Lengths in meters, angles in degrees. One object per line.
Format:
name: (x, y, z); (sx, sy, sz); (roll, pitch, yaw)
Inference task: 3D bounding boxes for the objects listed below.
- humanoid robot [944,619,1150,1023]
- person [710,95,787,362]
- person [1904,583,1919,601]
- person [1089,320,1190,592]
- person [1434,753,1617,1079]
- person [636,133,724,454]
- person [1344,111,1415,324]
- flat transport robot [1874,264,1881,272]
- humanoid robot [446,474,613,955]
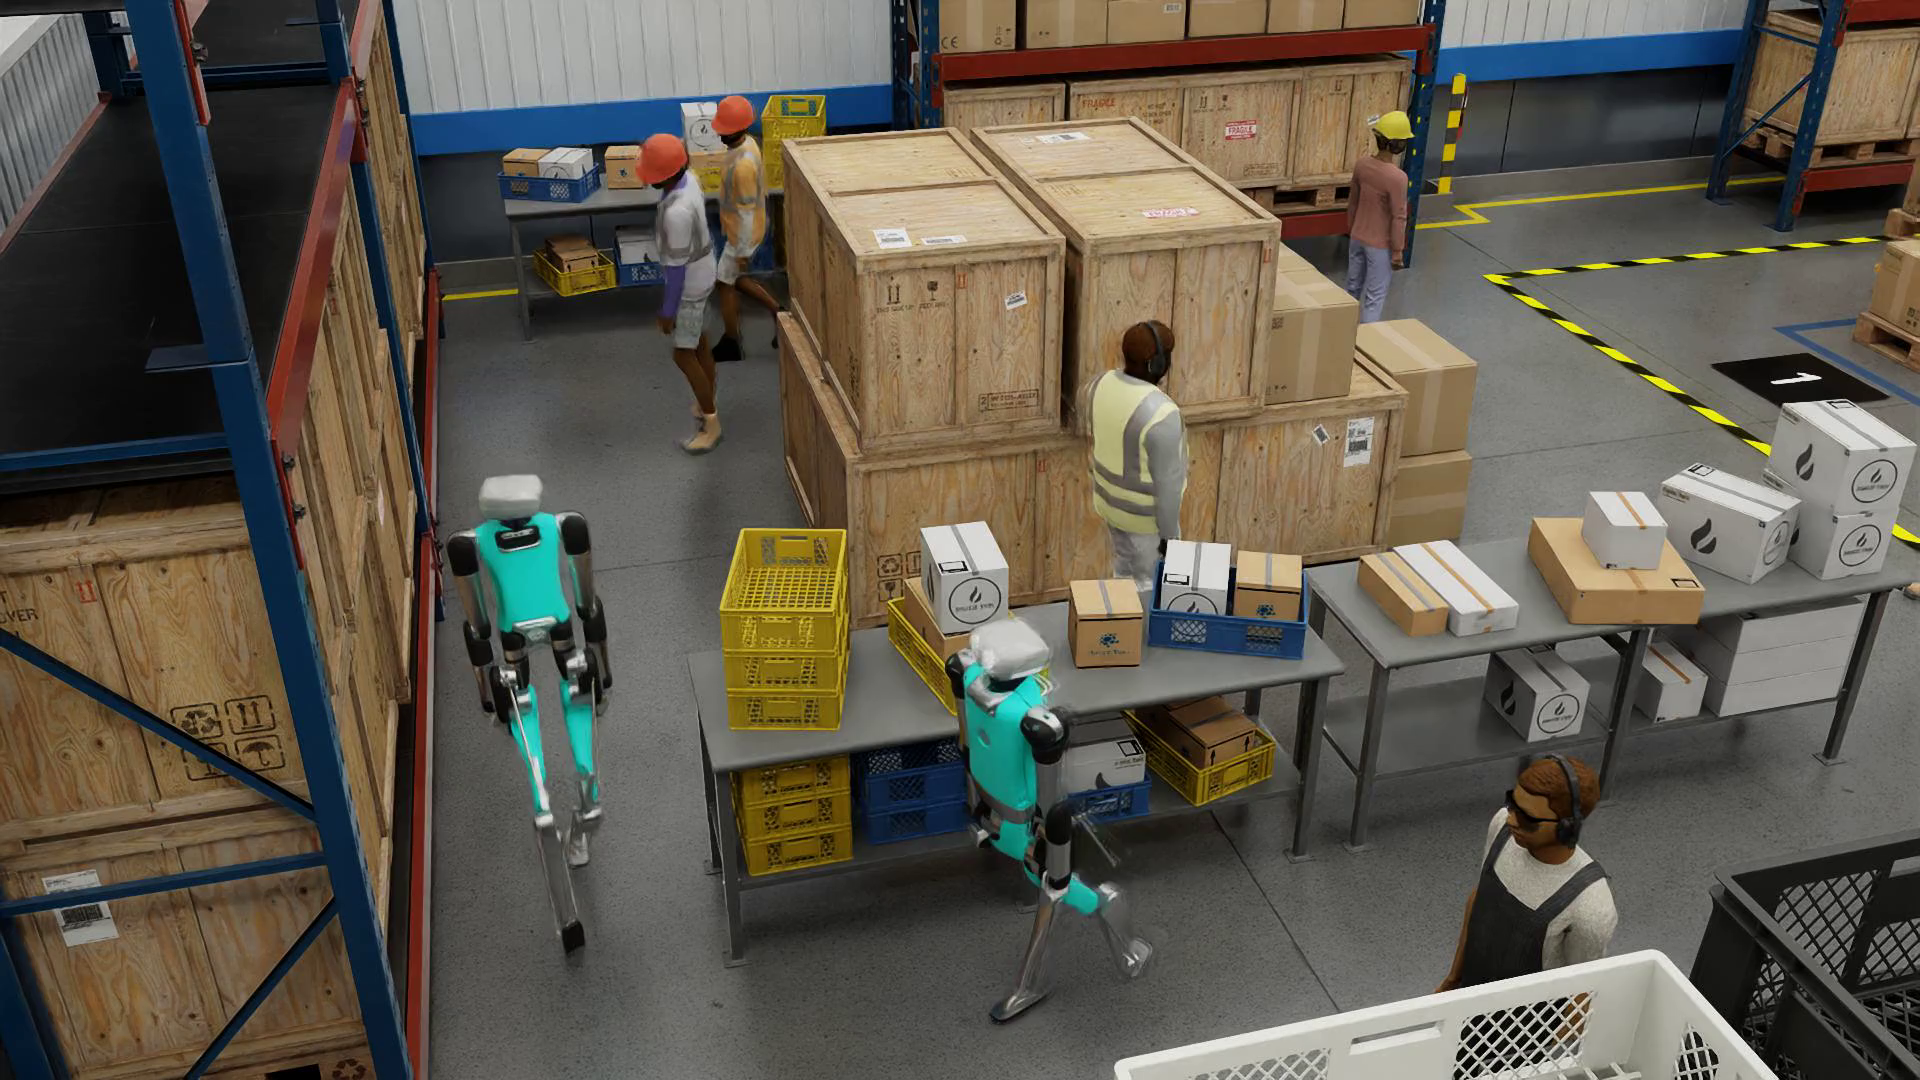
humanoid robot: (0.385, 1.003, 5.854); (0.876, 1.852, 0.553); (-21, 35, -32)
person: (-1.480, -2.074, 11.197); (0.657, 1.887, 0.573); (-2, 29, -4)
person: (5.169, -0.495, 8.179); (0.372, 2.040, 0.614); (0, 29, 0)
person: (0.803, -0.150, 7.774); (0.522, 1.821, 0.640); (-13, 32, -23)
person: (1.626, 1.402, 4.939); (0.346, 1.846, 0.506); (-11, 31, -19)
person: (-1.678, -1.543, 10.147); (0.384, 1.991, 0.727); (0, 29, 0)
person: (2.811, -2.003, 11.199); (0.324, 1.766, 0.532); (-13, 31, -22)
flat transport robot: (7.976, -2.136, 12.964); (1.431, 0.197, 0.652); (-7, 30, -13)
humanoid robot: (-1.549, 0.713, 6.318); (0.554, 1.766, 0.969); (-9, 30, -16)
